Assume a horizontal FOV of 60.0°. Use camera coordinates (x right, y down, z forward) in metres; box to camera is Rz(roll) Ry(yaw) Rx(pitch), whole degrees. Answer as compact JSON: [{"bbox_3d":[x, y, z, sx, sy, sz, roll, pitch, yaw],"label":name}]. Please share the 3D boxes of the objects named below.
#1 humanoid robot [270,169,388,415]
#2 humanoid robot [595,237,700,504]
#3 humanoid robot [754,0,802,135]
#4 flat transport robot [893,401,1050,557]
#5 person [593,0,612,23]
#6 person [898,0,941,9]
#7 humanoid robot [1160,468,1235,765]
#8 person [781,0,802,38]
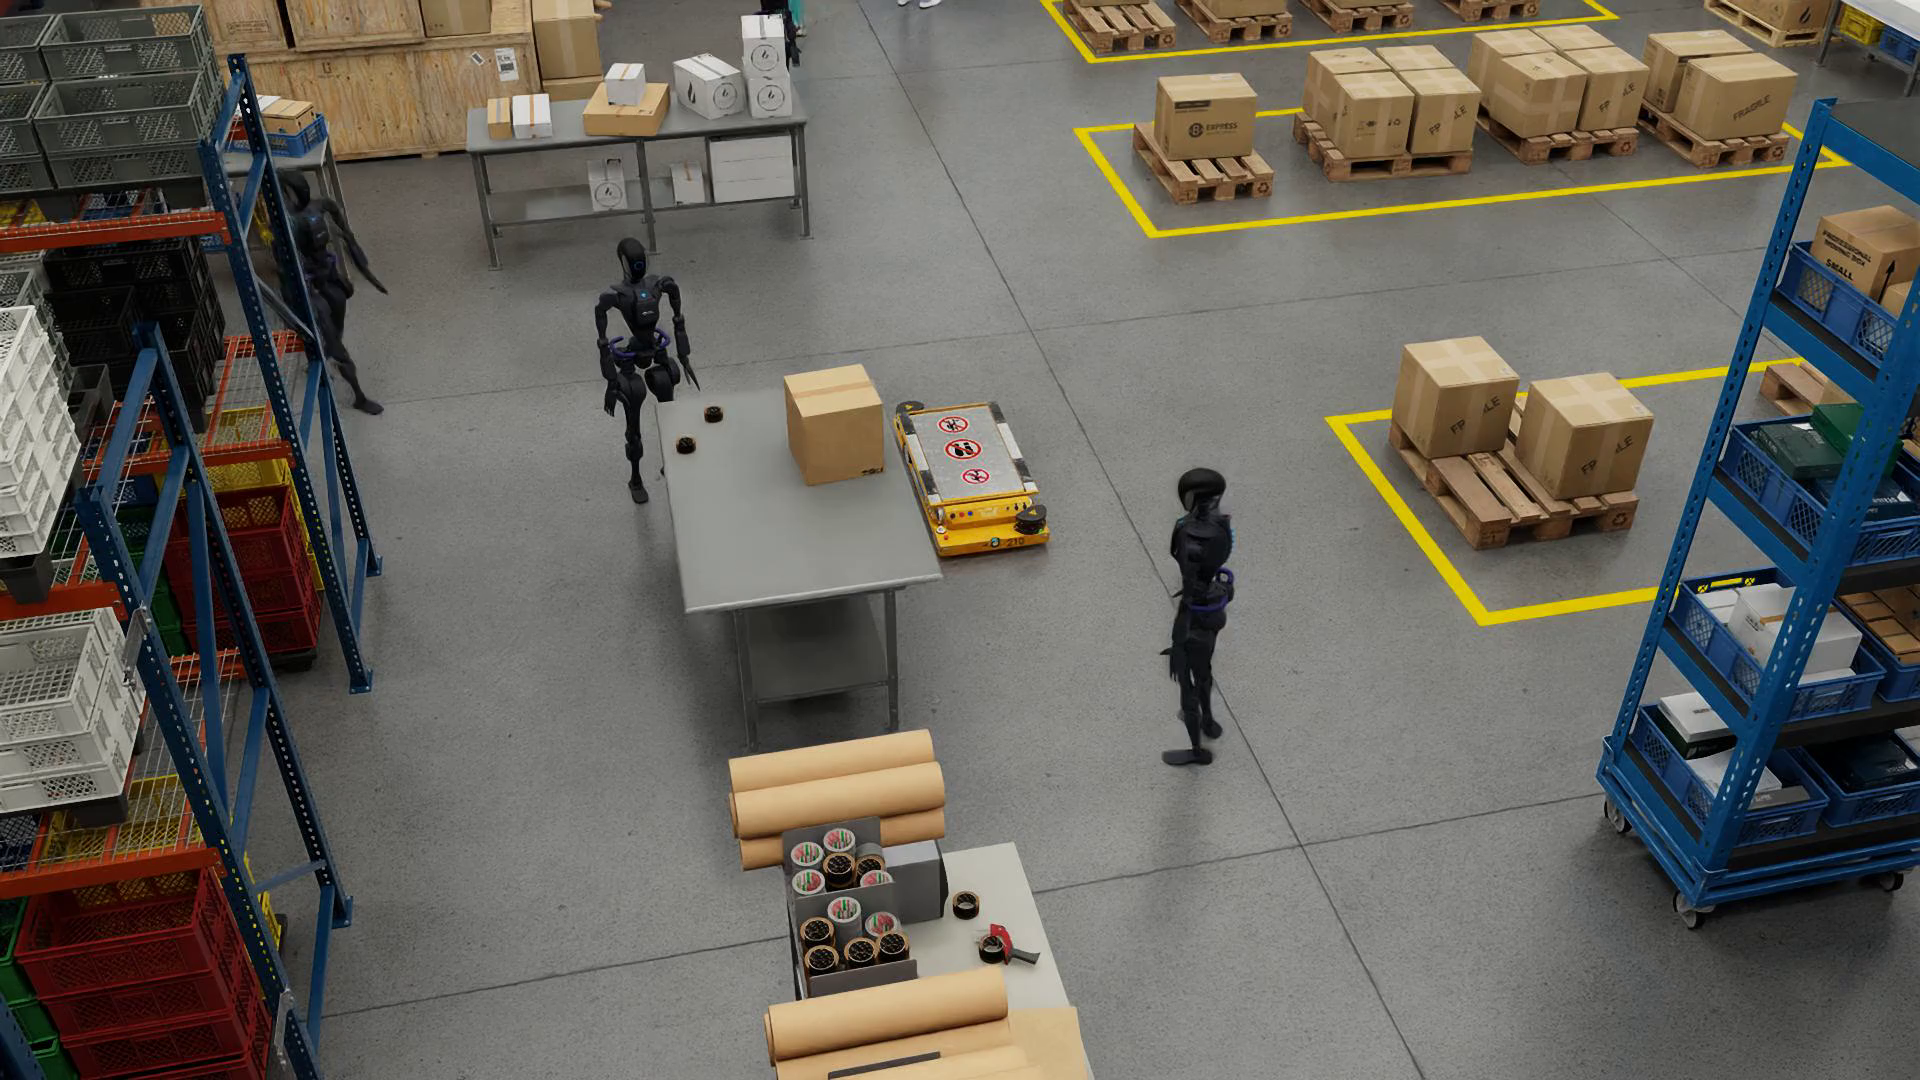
[{"bbox_3d":[-4.076,-1.621,10.601,0.749,1.652,0.593,16,40,20],"label":"humanoid robot"},{"bbox_3d":[-1.826,-0.988,9.691,0.585,1.657,0.331,-23,42,-28],"label":"humanoid robot"},{"bbox_3d":[-1.547,-4.288,14.125,0.329,1.657,0.587,-20,41,-24],"label":"humanoid robot"},{"bbox_3d":[0.046,-0.430,10.108,0.652,0.197,1.431,-8,37,-10],"label":"flat transport robot"},{"bbox_3d":[-3.731,-6.176,16.372,0.540,2.000,0.687,3,37,5],"label":"person"},{"bbox_3d":[-0.453,-6.312,16.648,0.593,1.925,0.366,15,39,19],"label":"person"},{"bbox_3d":[1.127,0.345,7.910,0.341,1.650,0.607,11,38,14],"label":"humanoid robot"},{"bbox_3d":[-1.729,-5.658,15.910,0.386,1.756,0.527,9,38,12],"label":"person"}]
